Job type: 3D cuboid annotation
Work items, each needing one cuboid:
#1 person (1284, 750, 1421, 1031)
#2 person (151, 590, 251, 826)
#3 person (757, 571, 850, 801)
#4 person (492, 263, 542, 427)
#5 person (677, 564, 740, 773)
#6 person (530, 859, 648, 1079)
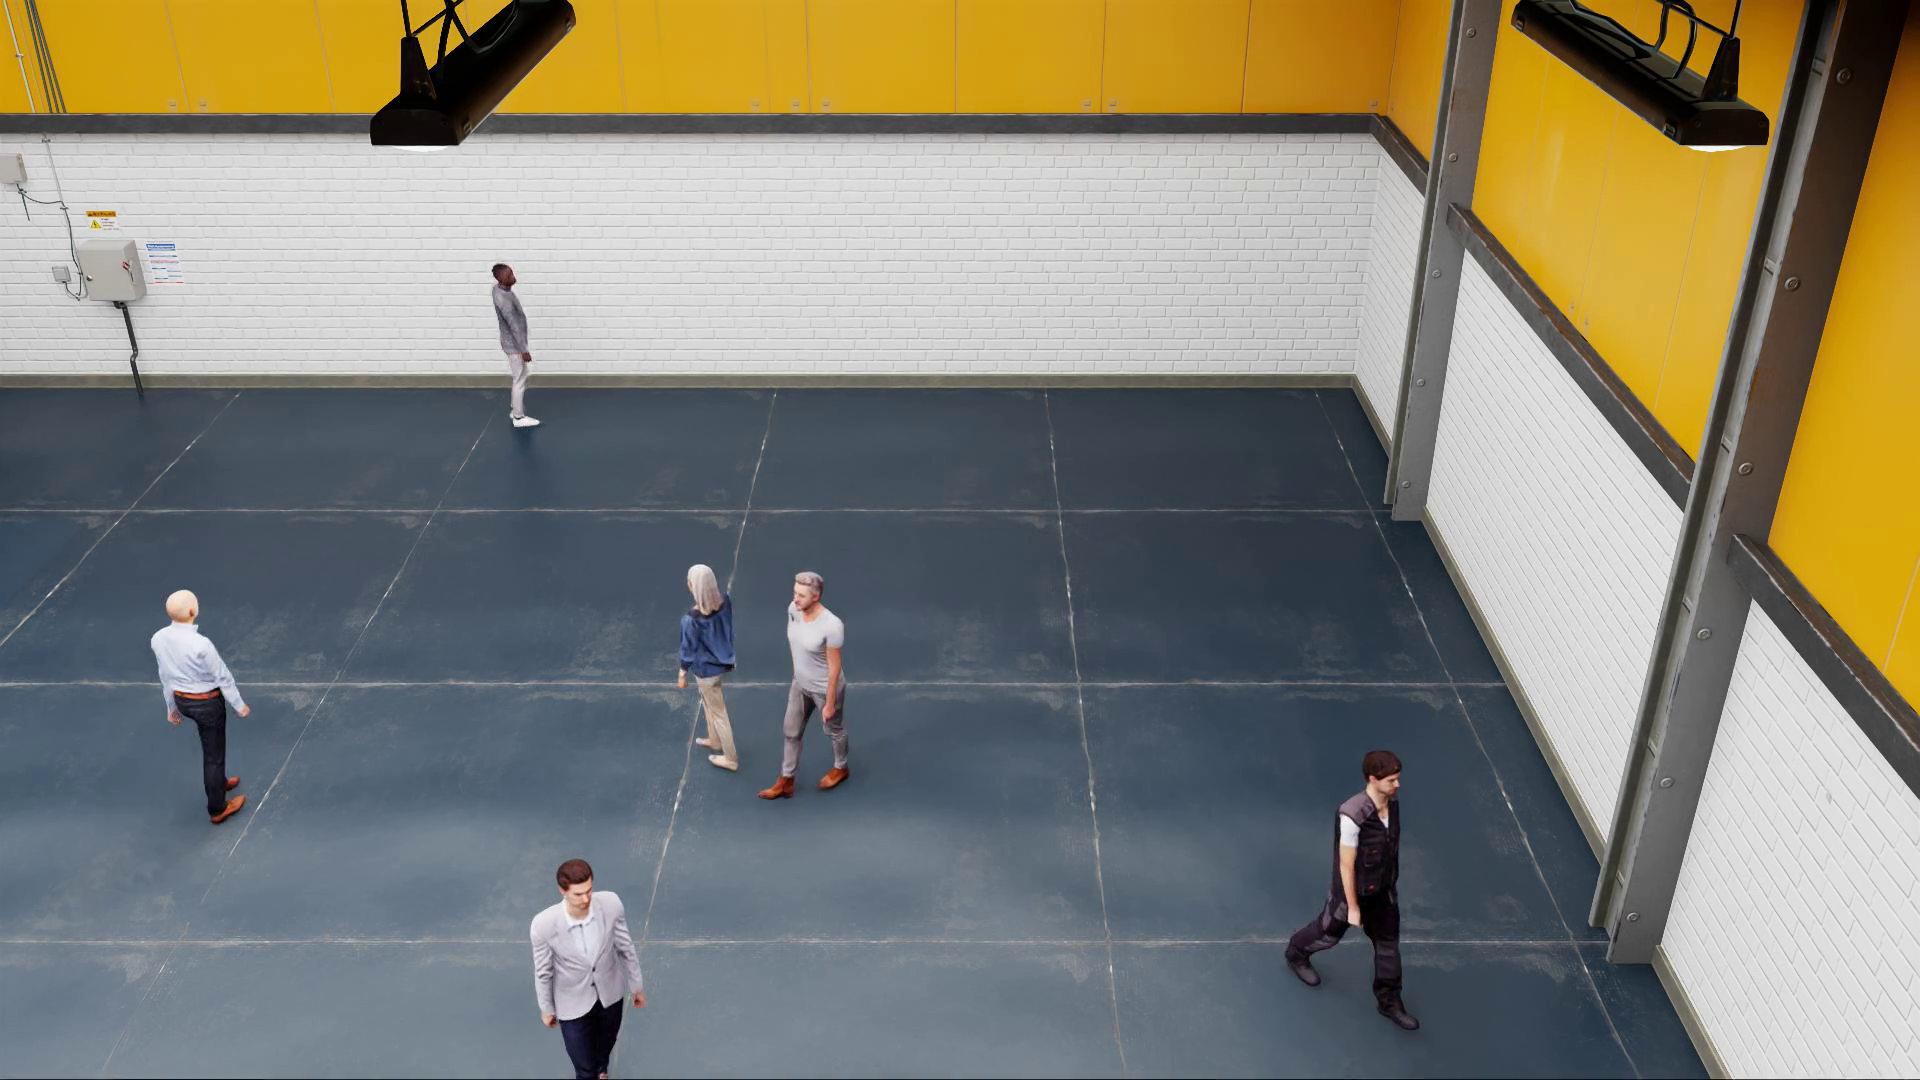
[{"bbox_3d":[2.302,2.017,9.874,1.077,1.814,1.238,-19,34,-31],"label":"person"},{"bbox_3d":[-5.252,1.199,11.412,0.765,1.776,0.805,11,30,19],"label":"person"},{"bbox_3d":[-0.935,0.988,11.768,1.051,1.806,1.120,24,37,37],"label":"person"},{"bbox_3d":[-4.652,-2.038,17.302,0.911,1.819,0.656,-16,33,-27],"label":"person"},{"bbox_3d":[-1.716,0.950,11.966,0.839,1.684,0.779,15,32,26],"label":"person"},{"bbox_3d":[-2.040,2.442,9.088,1.020,1.820,1.159,-16,33,-27],"label":"person"}]
